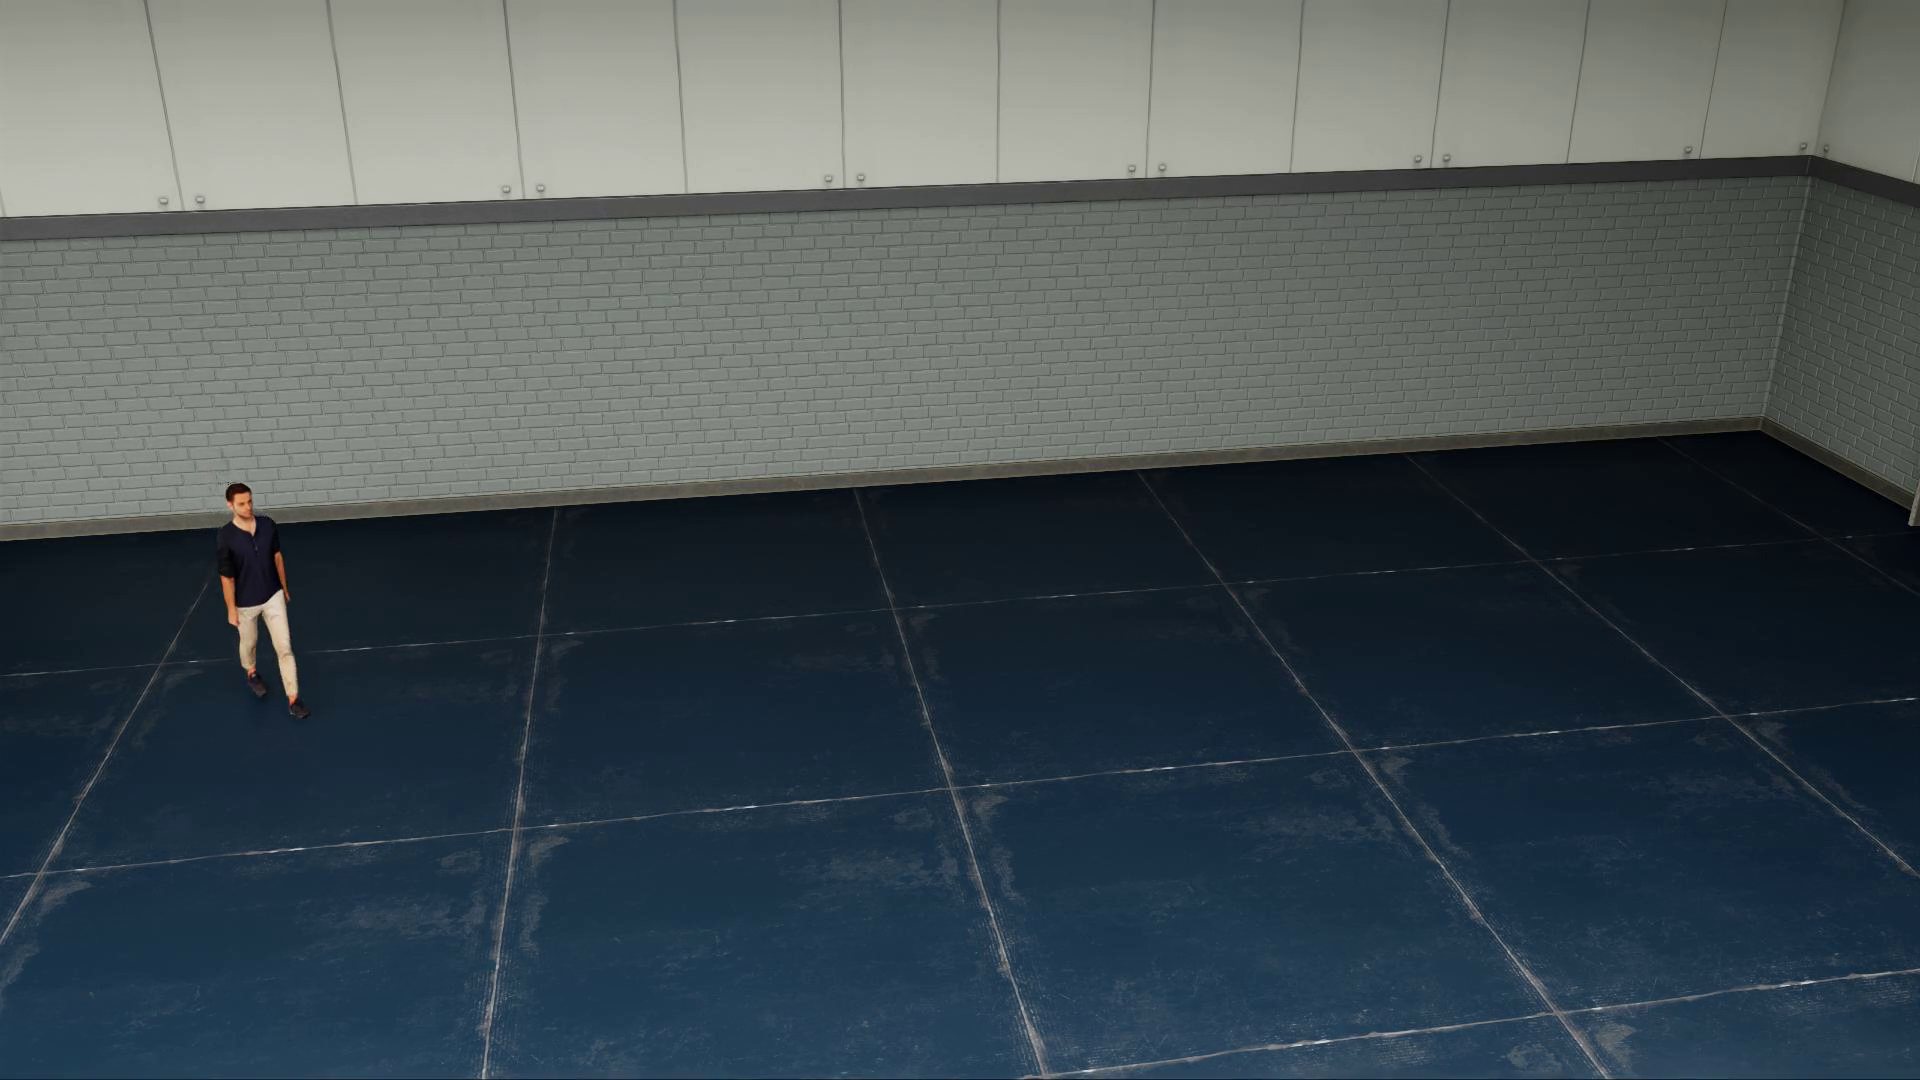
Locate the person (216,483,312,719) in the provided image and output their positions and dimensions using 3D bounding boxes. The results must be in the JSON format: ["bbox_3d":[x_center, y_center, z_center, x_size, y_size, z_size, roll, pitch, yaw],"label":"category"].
[{"bbox_3d":[-5.335,0.432,12.534,1.084,1.812,1.292,-19,30,-38],"label":"person"}]
